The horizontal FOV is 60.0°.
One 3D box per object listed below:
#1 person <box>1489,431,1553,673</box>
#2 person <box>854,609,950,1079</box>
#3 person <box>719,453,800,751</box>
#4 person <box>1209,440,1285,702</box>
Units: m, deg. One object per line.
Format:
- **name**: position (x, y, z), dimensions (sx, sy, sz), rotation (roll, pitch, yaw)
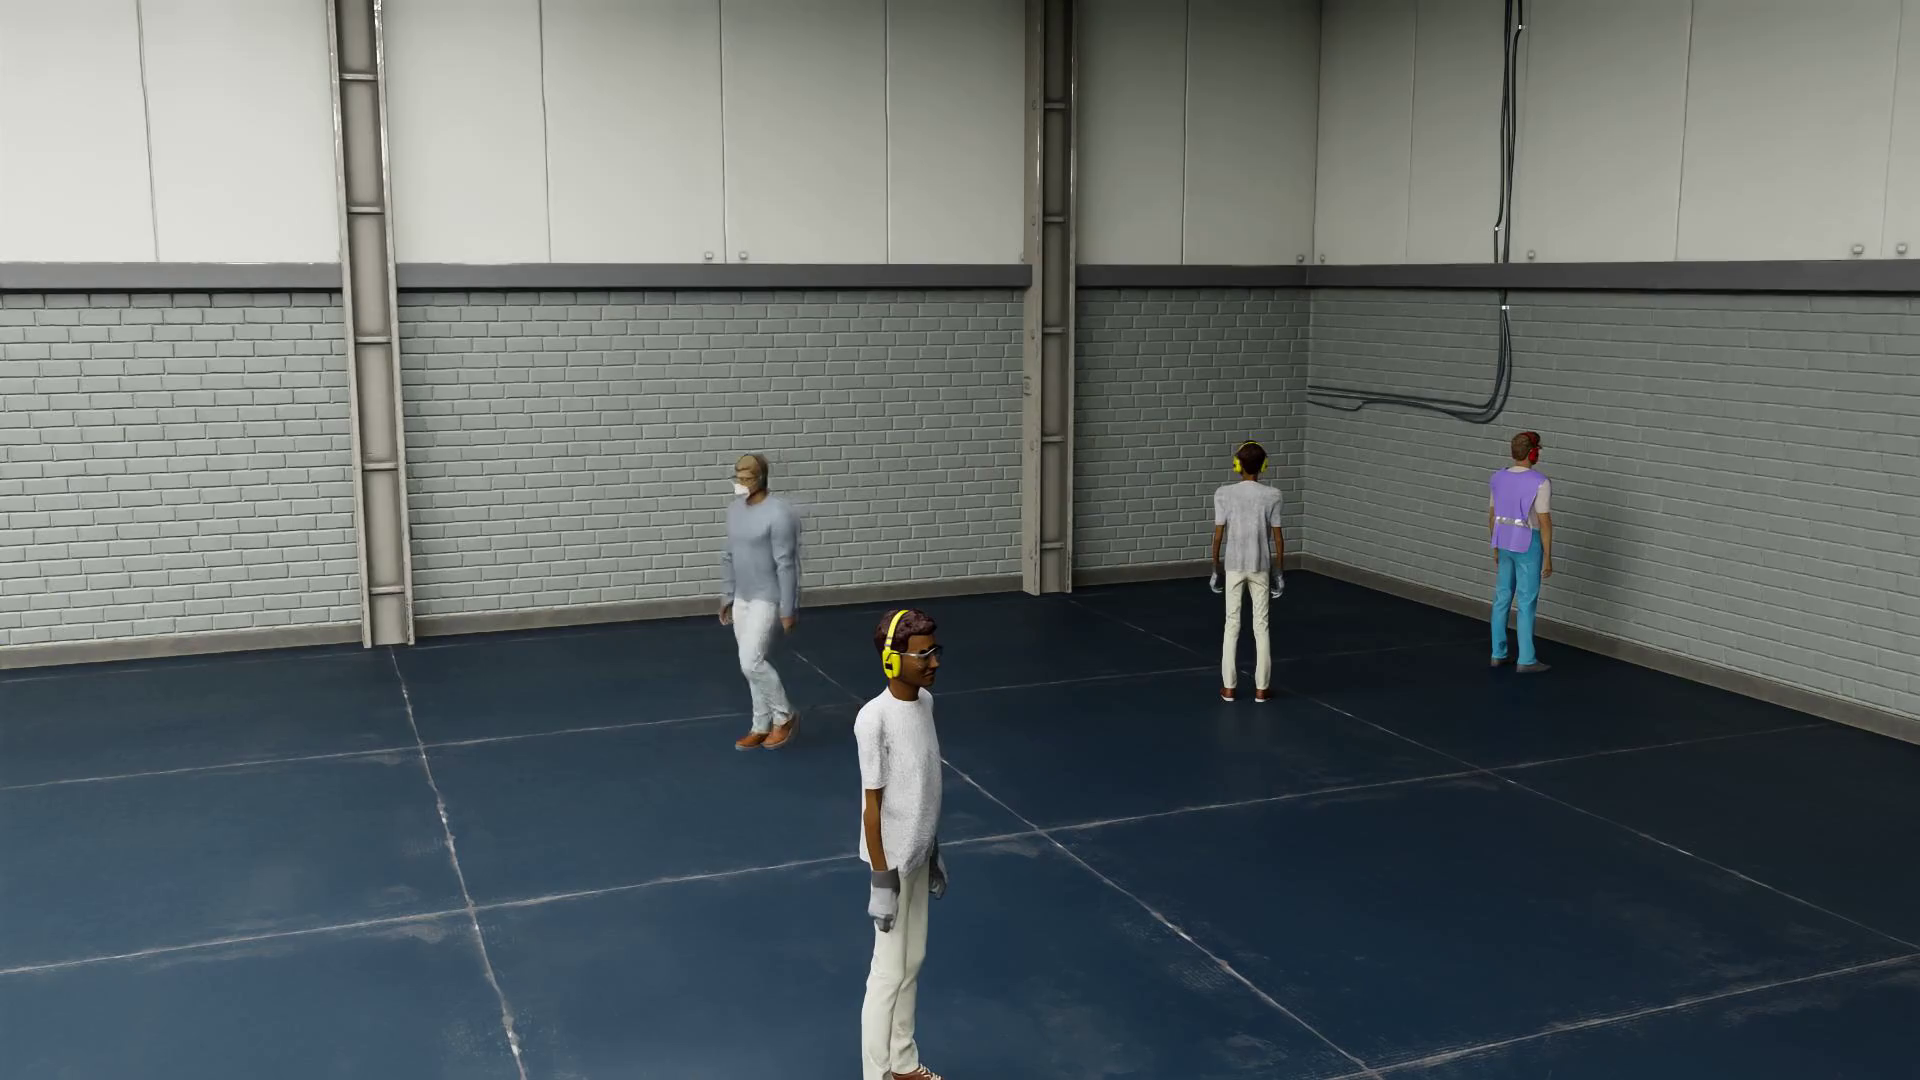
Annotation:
- **person**: position (4.283, 0.091, 12.741), dimensions (0.389, 1.850, 0.567), rotation (-5, 11, -30)
- **person**: position (-0.186, 1.163, 5.951), dimensions (0.328, 1.872, 0.509), rotation (3, 10, 20)
- **person**: position (-1.303, 0.404, 10.572), dimensions (0.439, 1.925, 0.629), rotation (-7, 12, -38)
- **person**: position (2.048, 0.224, 11.848), dimensions (0.535, 1.869, 0.314), rotation (2, 9, 12)
